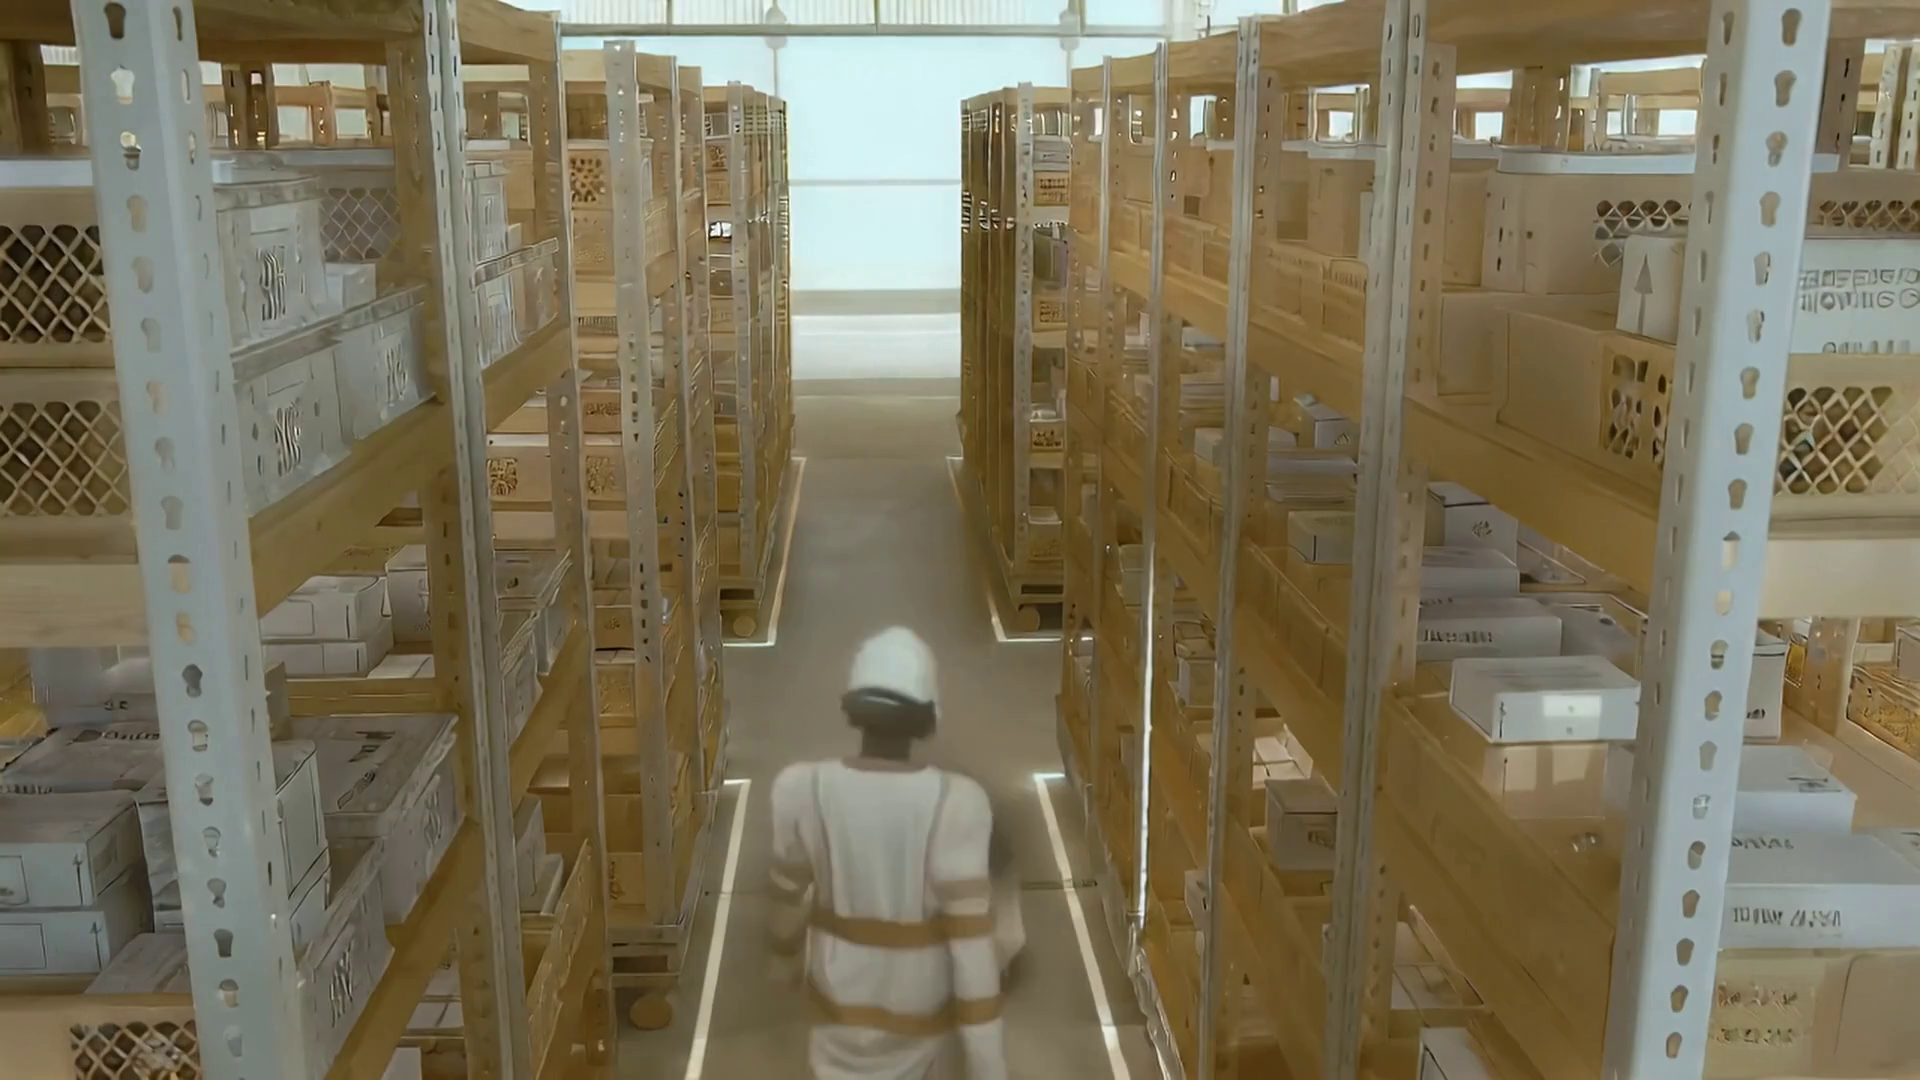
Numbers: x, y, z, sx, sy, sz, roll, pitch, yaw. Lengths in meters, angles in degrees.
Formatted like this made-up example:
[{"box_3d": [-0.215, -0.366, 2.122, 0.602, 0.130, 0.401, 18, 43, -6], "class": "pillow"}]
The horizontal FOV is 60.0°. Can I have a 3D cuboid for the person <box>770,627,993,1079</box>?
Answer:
[{"box_3d": [-0.220, 1.204, 4.756, 0.624, 1.998, 0.996, 0, 14, 1], "class": "person"}]
